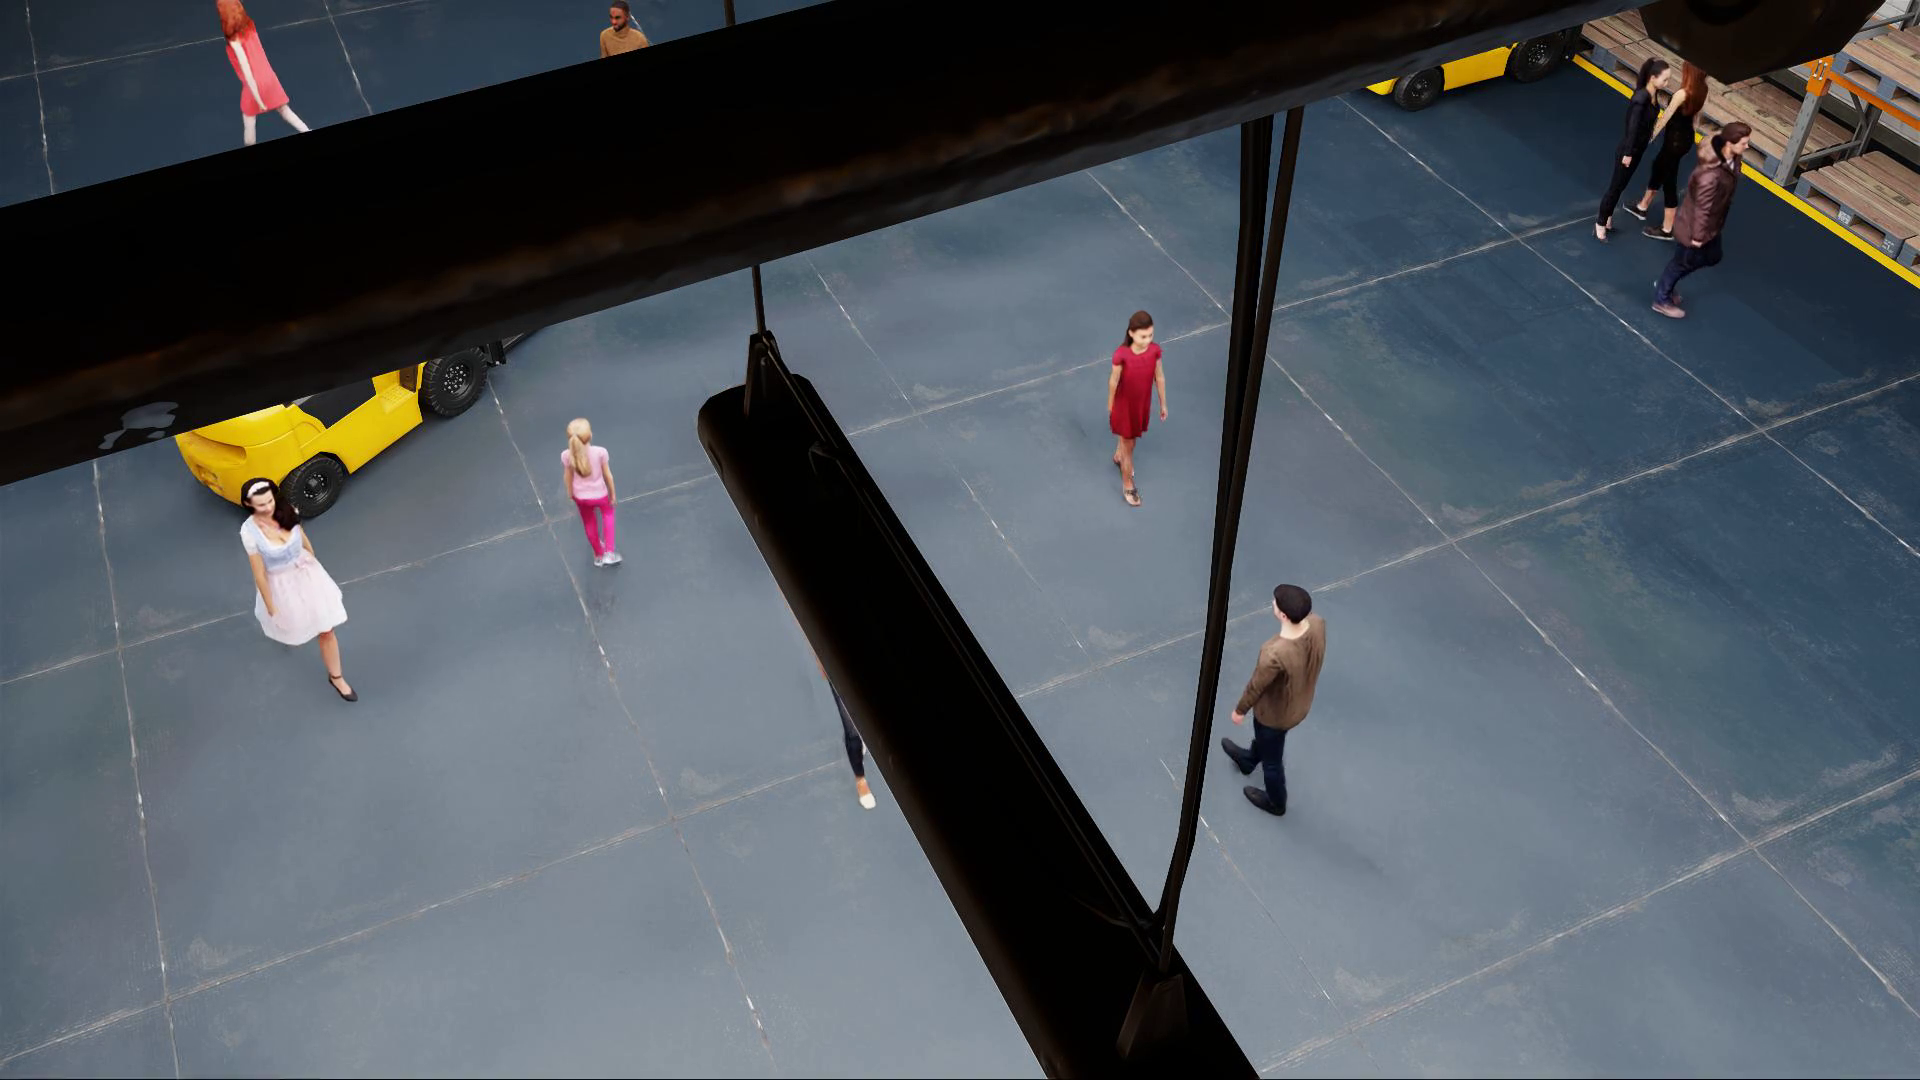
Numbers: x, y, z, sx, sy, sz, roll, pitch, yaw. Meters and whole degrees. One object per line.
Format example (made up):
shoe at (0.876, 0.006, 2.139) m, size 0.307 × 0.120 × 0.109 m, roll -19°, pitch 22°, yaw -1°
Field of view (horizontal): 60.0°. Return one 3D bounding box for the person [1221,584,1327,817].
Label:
person at (1.951, 0.999, 9.805) m, size 0.832 × 1.869 × 0.957 m, roll -34°, pitch 53°, yaw -31°

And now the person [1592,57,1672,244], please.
person at (5.864, -3.403, 14.537) m, size 0.637 × 1.715 × 0.640 m, roll 26°, pitch 49°, yaw 25°

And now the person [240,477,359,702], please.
person at (-4.308, 0.281, 10.612) m, size 1.177 × 1.795 × 0.953 m, roll 29°, pitch 51°, yaw 27°

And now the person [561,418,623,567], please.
person at (-2.577, -0.287, 11.594) m, size 0.570 × 1.262 × 0.643 m, roll -6°, pitch 44°, yaw -6°

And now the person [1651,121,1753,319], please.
person at (6.000, -2.658, 13.669) m, size 0.873 × 1.833 × 0.883 m, roll 29°, pitch 51°, yaw 27°

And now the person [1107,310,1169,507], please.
person at (1.246, -1.078, 12.230) m, size 0.554 × 1.530 × 0.824 m, roll -16°, pitch 46°, yaw -16°

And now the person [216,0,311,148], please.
person at (-6.297, -4.111, 15.241) m, size 1.100 × 1.769 × 1.177 m, roll 7°, pitch 44°, yaw 7°

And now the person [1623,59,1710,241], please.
person at (6.338, -3.408, 14.551) m, size 0.910 × 1.702 × 0.743 m, roll 31°, pitch 52°, yaw 28°

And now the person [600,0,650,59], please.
person at (-2.995, -4.043, 15.135) m, size 0.721 × 1.816 × 0.737 m, roll 7°, pitch 44°, yaw 7°
